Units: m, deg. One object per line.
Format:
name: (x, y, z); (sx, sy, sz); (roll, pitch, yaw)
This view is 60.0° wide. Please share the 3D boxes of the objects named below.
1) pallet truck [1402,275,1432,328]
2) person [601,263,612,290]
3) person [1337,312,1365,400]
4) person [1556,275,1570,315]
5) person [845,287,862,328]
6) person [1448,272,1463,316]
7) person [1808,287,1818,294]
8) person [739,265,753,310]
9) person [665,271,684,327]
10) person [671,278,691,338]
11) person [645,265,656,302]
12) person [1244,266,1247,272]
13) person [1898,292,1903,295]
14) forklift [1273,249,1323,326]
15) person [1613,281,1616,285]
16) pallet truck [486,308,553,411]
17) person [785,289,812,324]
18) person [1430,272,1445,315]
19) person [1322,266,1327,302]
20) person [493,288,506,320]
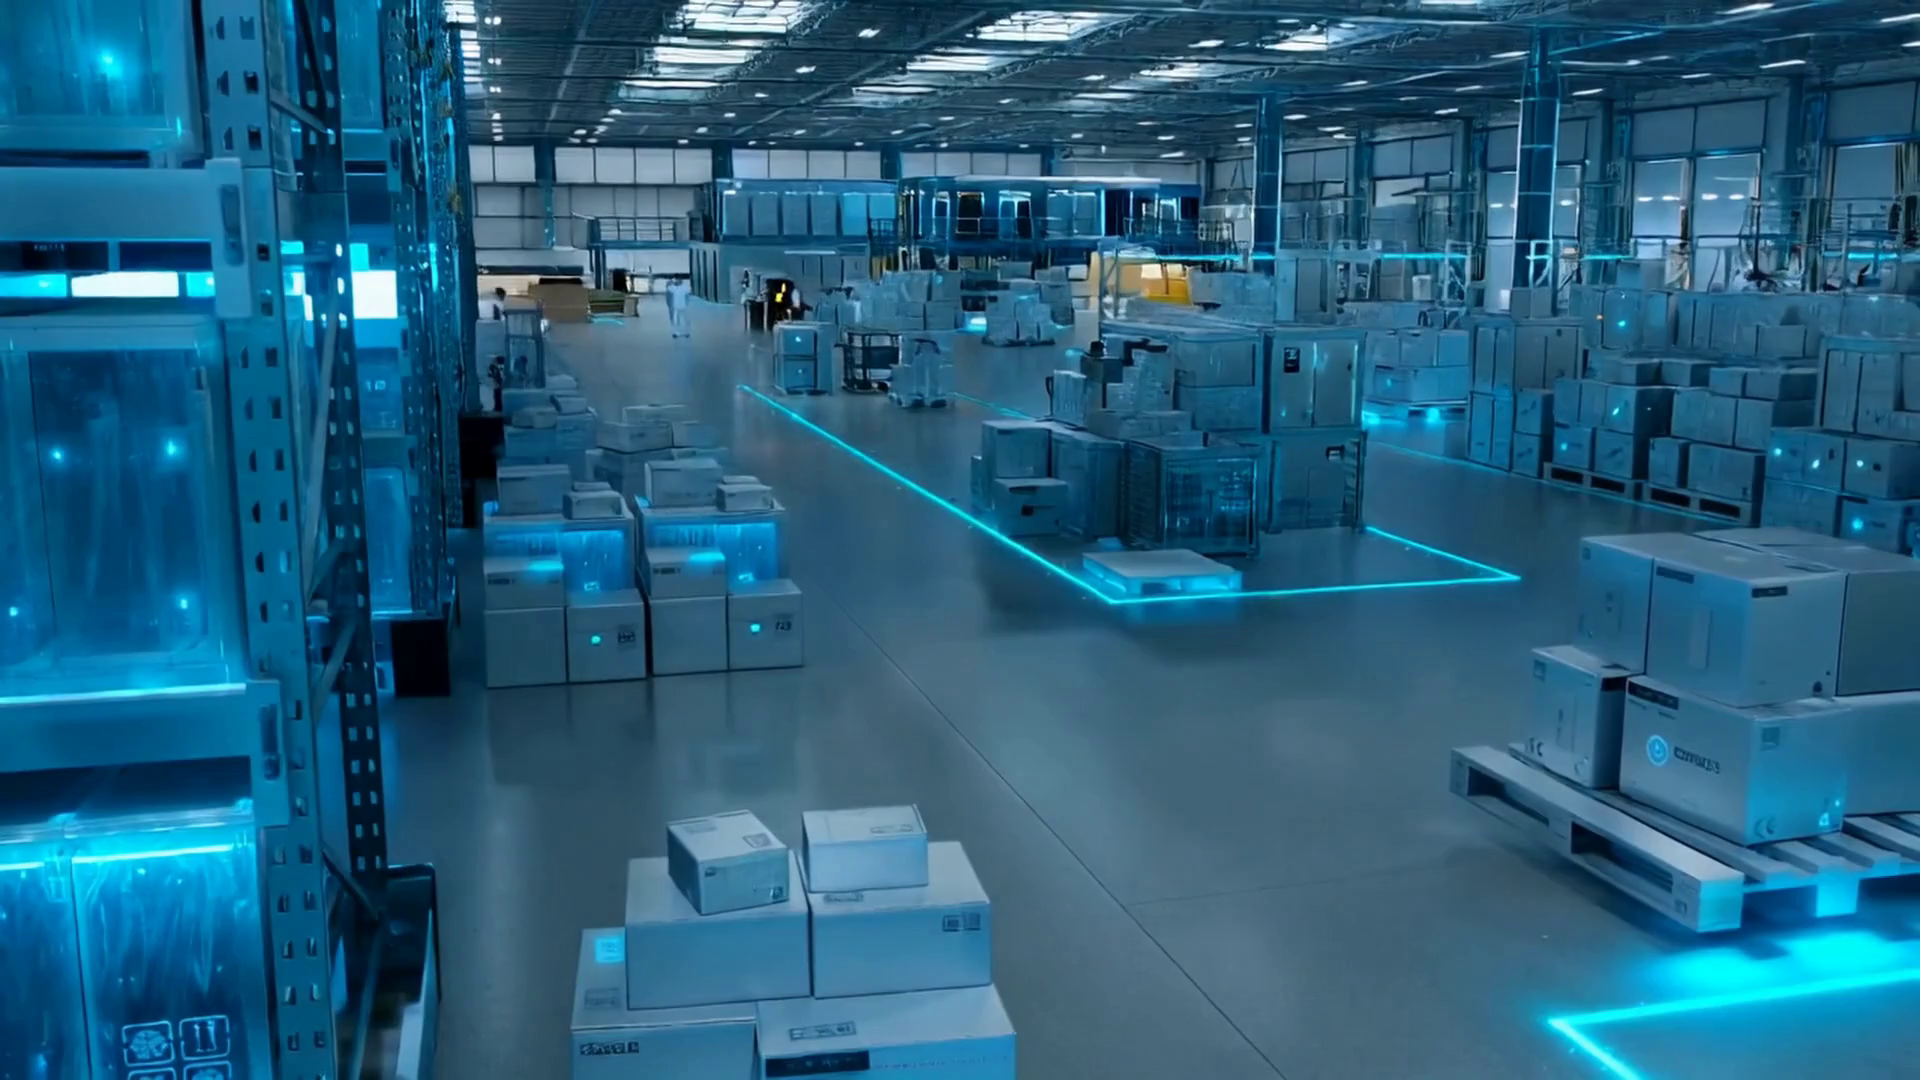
pallet truck: (14.620, -7.324, 52.145); (0.823, 1.965, 1.885); (8, 13, 40)
person: (-19.861, -14.577, 93.411); (0.595, 1.925, 0.374); (-3, 10, -15)
person: (5.152, -2.053, 22.306); (0.625, 1.990, 0.395); (-3, 10, -15)
person: (19.412, -7.478, 53.192); (0.686, 1.949, 0.584); (6, 12, 31)
person: (-3.185, -6.667, 49.309); (0.538, 1.687, 0.471); (-2, 10, -11)
person: (20.566, -10.218, 69.079); (0.620, 1.816, 0.890); (6, 12, 31)
person: (22.084, -5.721, 43.564); (0.697, 1.825, 0.521); (8, 13, 38)
person: (-9.735, -11.490, 75.611); (0.616, 2.039, 0.387); (-3, 10, -15)
person: (-10.133, -8.559, 59.017); (0.676, 2.000, 0.876); (0, 10, -2)
person: (-8.819, -7.316, 52.411); (0.655, 1.883, 0.944); (6, 12, 29)
person: (-16.123, -13.337, 86.435); (0.549, 1.914, 0.705); (-7, 12, -35)
person: (15.451, -13.886, 89.791); (0.661, 1.820, 0.636); (7, 12, 36)
person: (23.340, -5.319, 41.513); (0.494, 1.741, 0.315); (-3, 10, -15)
forklift: (4.855, -2.824, 24.162); (1.873, 2.768, 1.129); (-3, 10, -15)
person: (19.177, -6.644, 48.667); (0.537, 1.865, 0.312); (-3, 10, -15)
pallet truck: (-6.242, -2.418, 24.362); (0.823, 1.965, 1.885); (1, 10, 3)
person: (-3.577, -4.626, 37.064); (0.610, 1.938, 0.805); (2, 10, 10)
person: (18.139, -9.209, 63.058); (0.613, 1.910, 0.519); (2, 10, 12)
person: (18.733, -13.006, 84.610); (0.814, 1.902, 0.561); (-9, 13, -41)
person: (-10.926, -5.024, 39.414); (0.866, 1.893, 0.591); (-1, 10, -4)
